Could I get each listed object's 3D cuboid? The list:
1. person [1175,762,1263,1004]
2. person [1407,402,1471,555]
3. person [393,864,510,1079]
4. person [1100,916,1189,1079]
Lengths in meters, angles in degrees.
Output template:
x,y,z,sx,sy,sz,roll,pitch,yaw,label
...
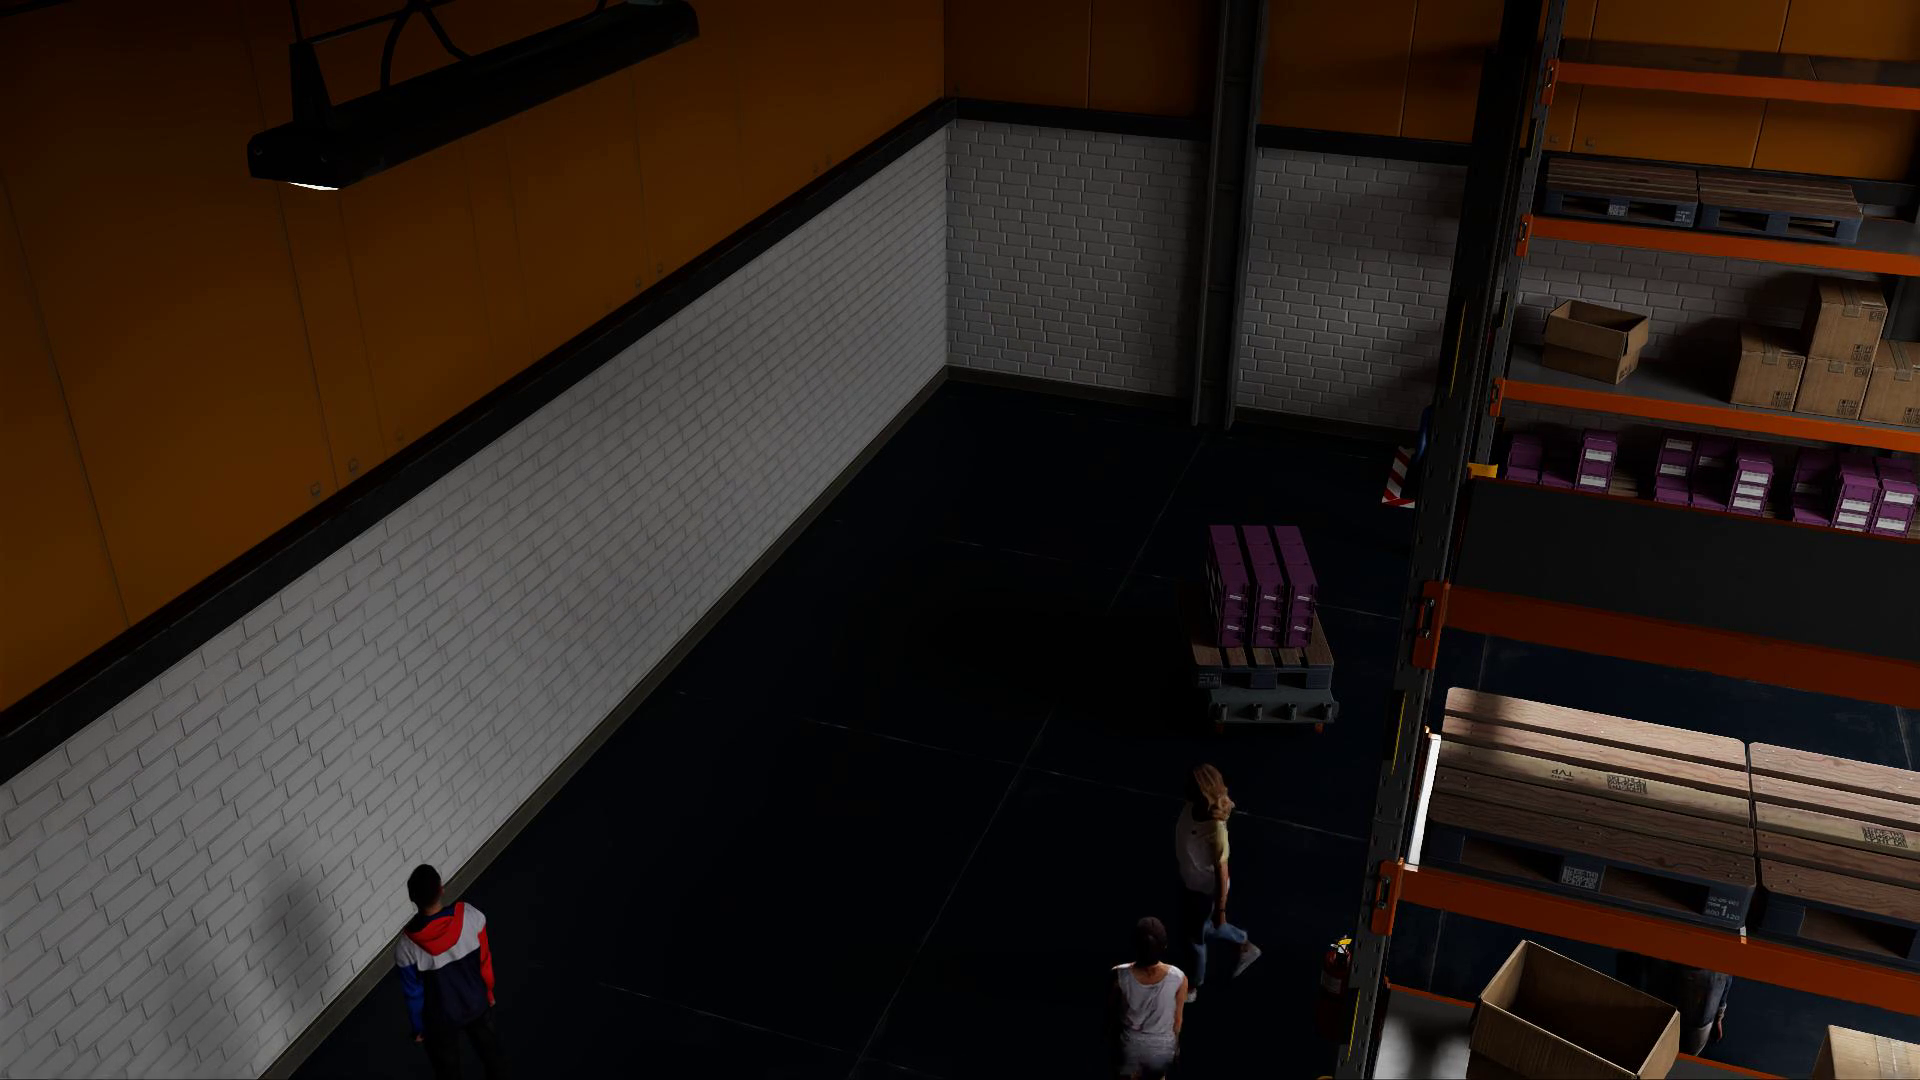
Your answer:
x,y,z,sx,sy,sz,roll,pitch,yaw,label
1.479,1.976,9.520,1.035,1.703,0.932,-9,30,-16,person
4.116,-0.623,14.275,0.525,1.712,0.710,4,29,7,person
-2.640,2.418,8.653,0.713,1.757,0.711,-21,35,-34,person
0.925,2.617,8.472,0.978,1.582,0.790,2,29,4,person
